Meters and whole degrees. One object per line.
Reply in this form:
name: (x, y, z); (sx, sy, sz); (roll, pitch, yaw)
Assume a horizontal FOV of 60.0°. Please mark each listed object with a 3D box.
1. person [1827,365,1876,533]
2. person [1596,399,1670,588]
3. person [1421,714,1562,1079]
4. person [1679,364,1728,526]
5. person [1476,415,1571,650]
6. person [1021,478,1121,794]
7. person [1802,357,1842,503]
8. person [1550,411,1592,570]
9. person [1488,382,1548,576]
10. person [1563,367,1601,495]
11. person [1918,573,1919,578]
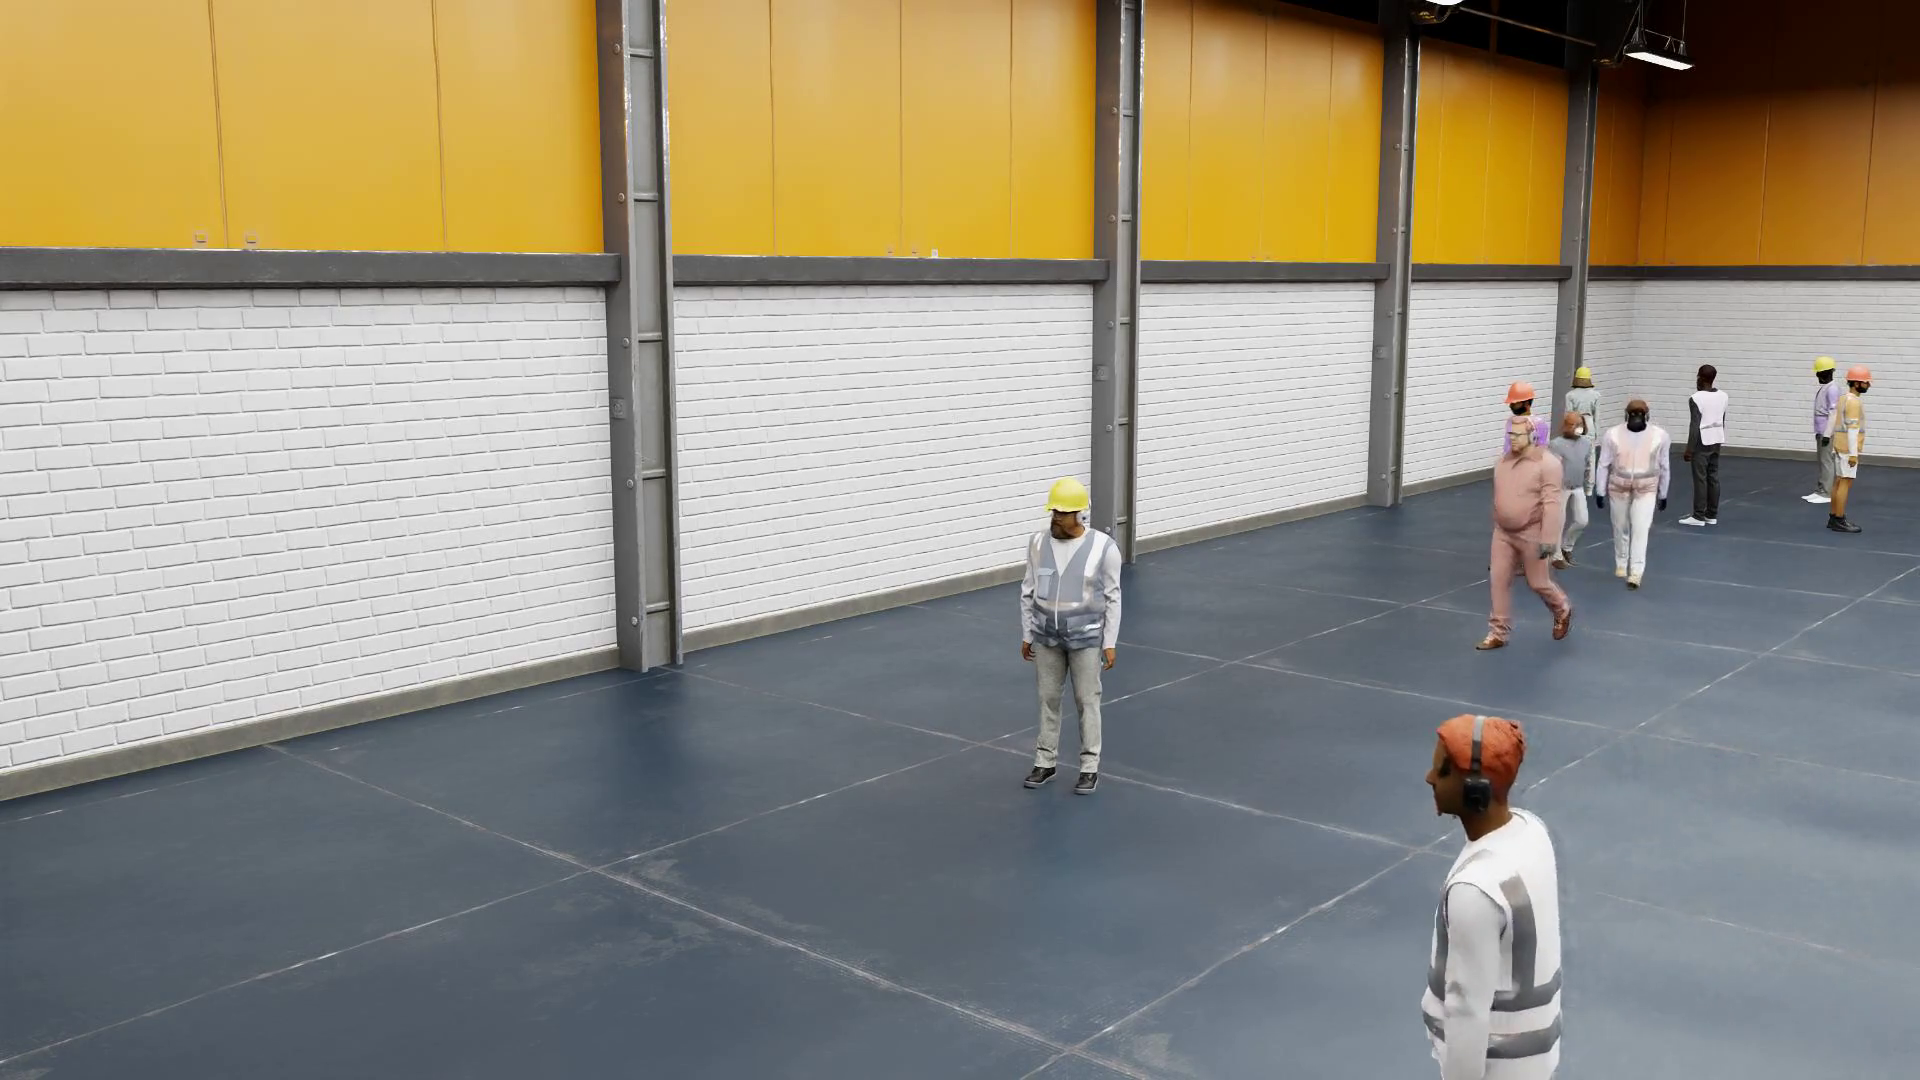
person: (10.363, -1.058, 19.328); (0.372, 1.935, 0.551); (3, 9, 17)
person: (6.492, -0.466, 16.079); (0.652, 1.789, 0.979); (4, 10, 26)
person: (1.395, 1.364, 4.333); (0.468, 1.864, 0.596); (5, 11, 31)
person: (8.878, -1.114, 19.815); (0.589, 1.896, 0.398); (-5, 10, -28)
person: (4.536, -0.063, 13.277); (0.828, 1.884, 0.642); (-7, 11, -36)
person: (0.620, 0.549, 9.570); (0.600, 1.827, 0.404); (4, 10, 24)
person: (11.293, -1.434, 21.750); (0.387, 1.916, 0.585); (3, 10, 18)
person: (6.149, -0.492, 16.781); (0.506, 1.623, 0.354); (-2, 9, -13)
person: (5.539, -0.602, 16.495); (0.374, 1.928, 0.542); (-4, 10, -22)
person: (8.396, -1.468, 22.503); (0.483, 1.745, 0.301); (0, 9, 1)
person: (9.923, -0.567, 16.412); (0.987, 1.897, 0.631); (-3, 9, -17)
